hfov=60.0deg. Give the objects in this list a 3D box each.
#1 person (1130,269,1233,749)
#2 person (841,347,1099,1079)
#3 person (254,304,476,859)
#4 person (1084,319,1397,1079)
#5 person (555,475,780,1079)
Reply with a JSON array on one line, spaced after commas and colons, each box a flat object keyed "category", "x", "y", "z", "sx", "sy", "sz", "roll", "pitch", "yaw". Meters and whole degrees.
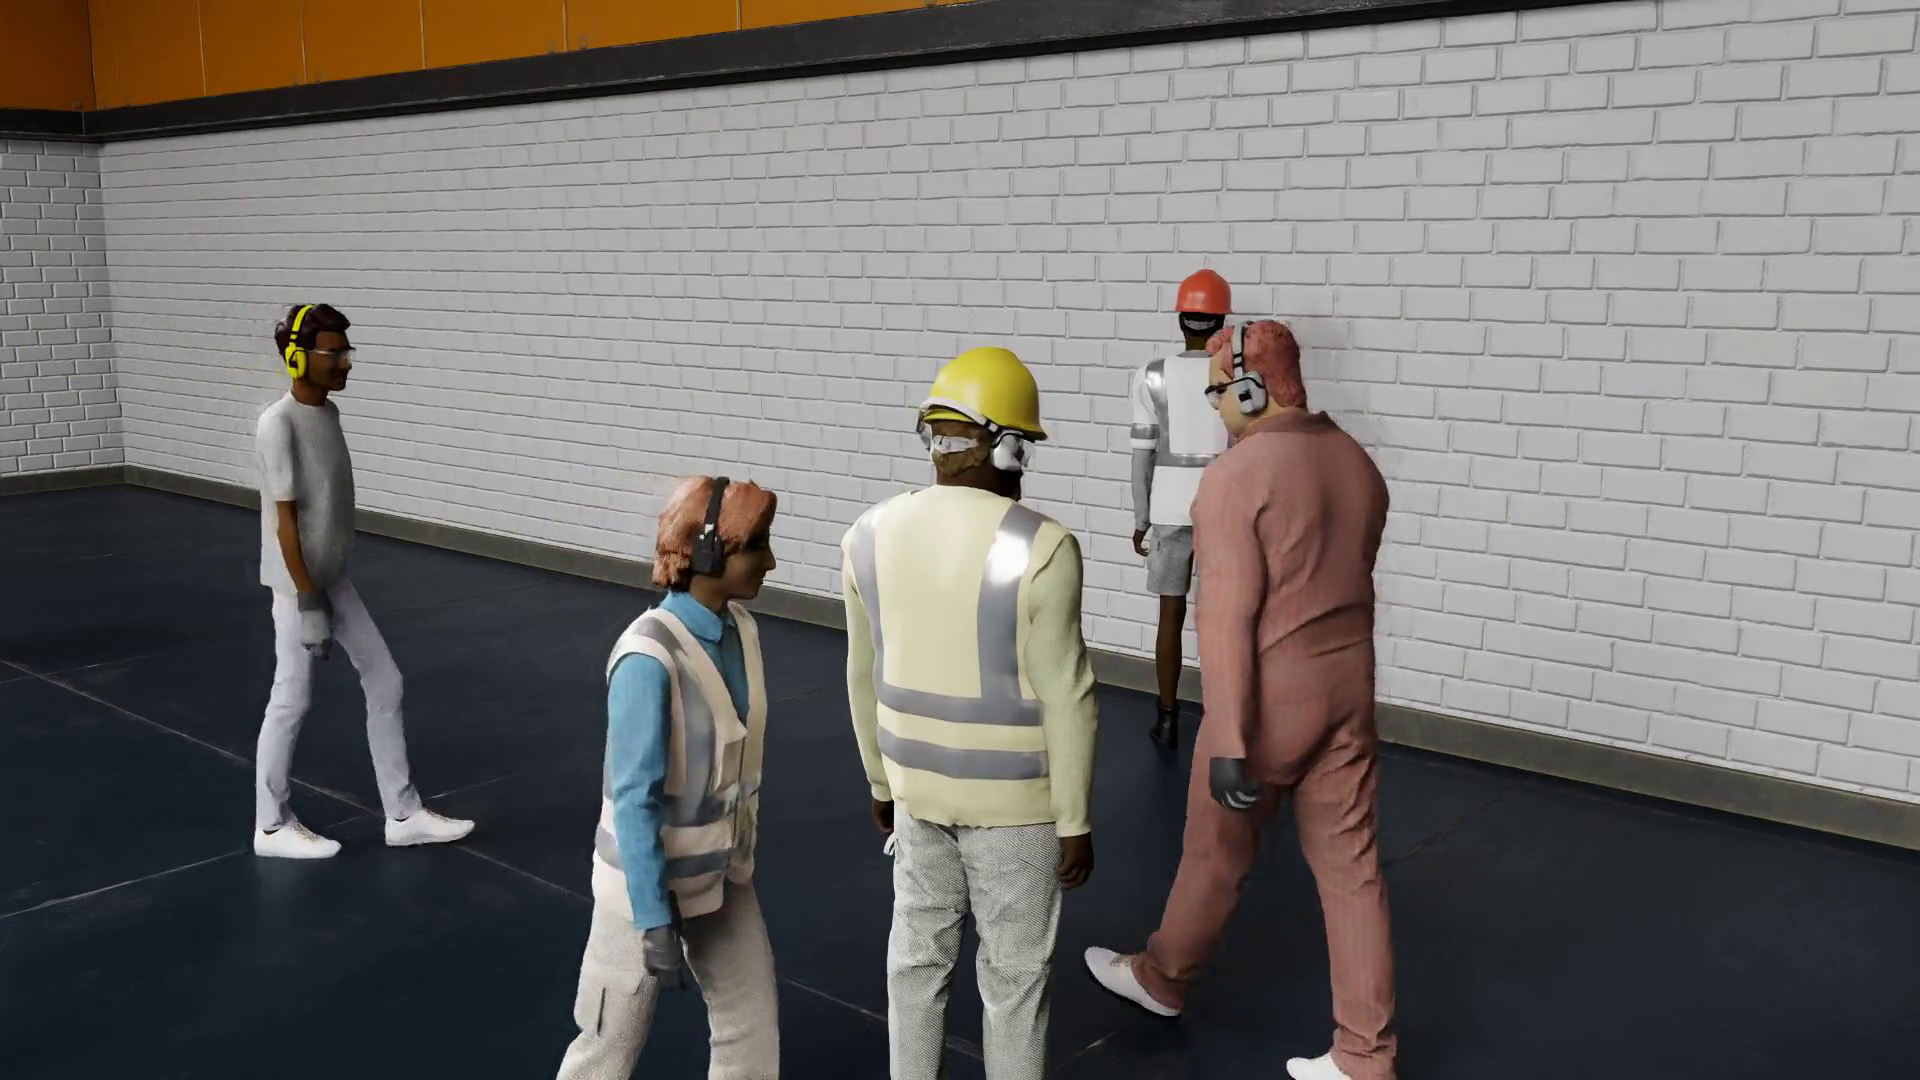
[{"category": "person", "x": 0.957, "y": -0.112, "z": 6.712, "sx": 0.547, "sy": 1.938, "sz": 0.378, "roll": 2, "pitch": 10, "yaw": 9}, {"category": "person", "x": 0.042, "y": 0.513, "z": 3.482, "sx": 0.588, "sy": 1.823, "sz": 0.403, "roll": 7, "pitch": 12, "yaw": 35}, {"category": "person", "x": -1.990, "y": 0.162, "z": 5.413, "sx": 0.833, "sy": 1.834, "sz": 0.564, "roll": 1, "pitch": 10, "yaw": 3}, {"category": "person", "x": 0.715, "y": 0.394, "z": 4.064, "sx": 0.653, "sy": 1.845, "sz": 0.971, "roll": -8, "pitch": 13, "yaw": -37}, {"category": "person", "x": -0.589, "y": 0.673, "z": 3.243, "sx": 0.626, "sy": 1.620, "sz": 0.535, "roll": 4, "pitch": 11, "yaw": 19}]
